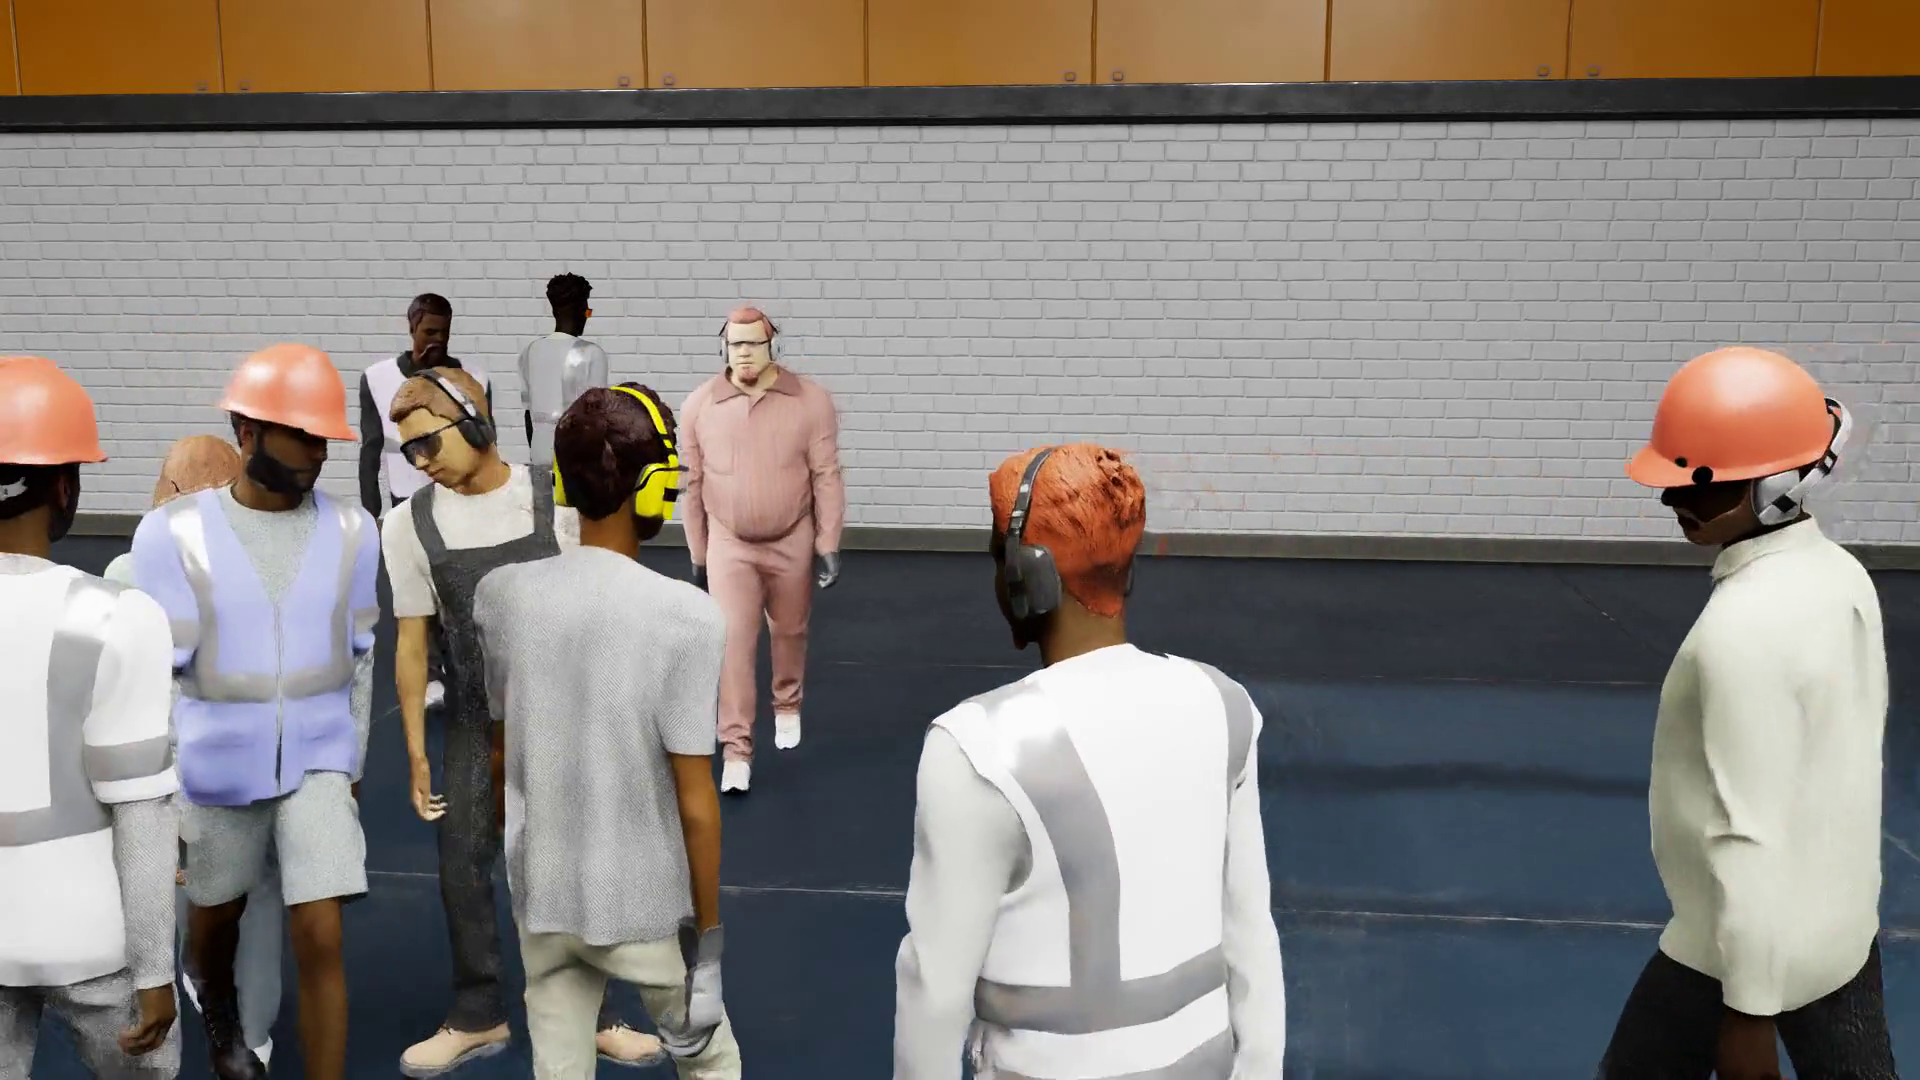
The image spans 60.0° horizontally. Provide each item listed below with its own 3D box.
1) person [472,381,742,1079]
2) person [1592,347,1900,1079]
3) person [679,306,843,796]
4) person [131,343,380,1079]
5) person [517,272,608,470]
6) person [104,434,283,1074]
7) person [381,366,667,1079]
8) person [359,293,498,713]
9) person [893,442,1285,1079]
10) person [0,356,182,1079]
[{"bbox_3d":[-0.603,0.648,2.967,0.522,1.846,0.649,3,10,15],"label":"person"},{"bbox_3d":[1.360,0.638,2.814,0.660,1.925,1.049,-9,14,-43],"label":"person"},{"bbox_3d":[-0.788,0.007,6.608,0.638,1.860,0.999,-1,10,-6],"label":"person"},{"bbox_3d":[-1.604,0.487,3.808,0.574,1.885,1.007,-6,12,-33],"label":"person"},{"bbox_3d":[-2.070,-0.432,8.834,0.608,1.959,0.374,7,12,35],"label":"person"},{"bbox_3d":[-1.914,0.522,4.338,0.522,1.601,0.757,-4,11,-23],"label":"person"},{"bbox_3d":[-1.056,0.473,4.102,0.660,1.809,0.347,-2,10,-14],"label":"person"},{"bbox_3d":[-2.363,-0.165,7.540,0.605,1.868,0.960,-6,12,-31],"label":"person"},{"bbox_3d":[0.255,0.788,2.224,1.004,1.839,0.554,9,13,41],"label":"person"},{"bbox_3d":[-1.567,0.661,2.731,0.551,1.908,0.852,0,10,-2],"label":"person"}]
